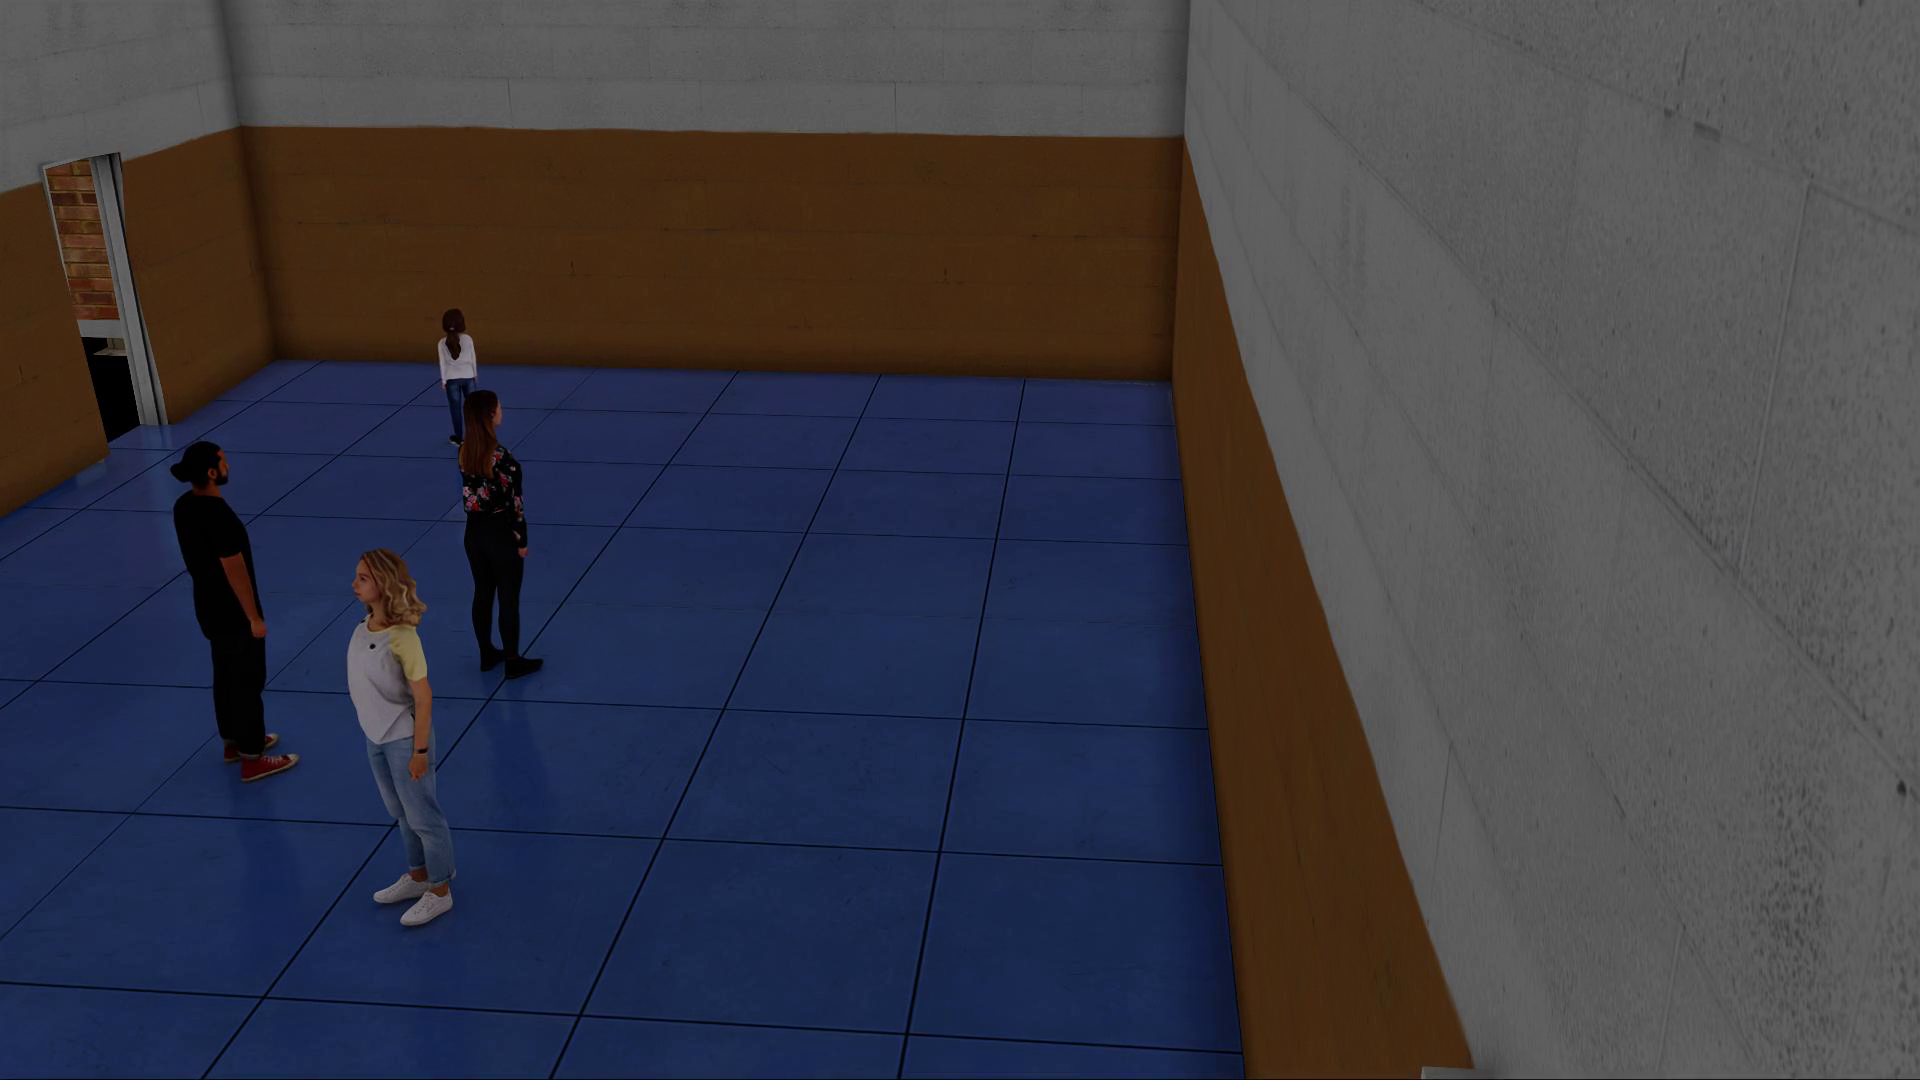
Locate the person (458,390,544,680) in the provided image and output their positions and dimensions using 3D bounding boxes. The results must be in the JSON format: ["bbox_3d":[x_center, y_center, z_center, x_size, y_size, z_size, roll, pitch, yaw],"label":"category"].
[{"bbox_3d":[-2.631,-0.031,9.359,0.587,1.684,0.708,13,25,29],"label":"person"}]

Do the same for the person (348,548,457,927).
[{"bbox_3d":[-2.390,0.837,7.127,0.769,1.723,0.694,-20,29,-40],"label":"person"}]

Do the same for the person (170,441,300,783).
[{"bbox_3d":[-3.671,0.350,8.314,0.698,1.756,0.778,20,29,40],"label":"person"}]

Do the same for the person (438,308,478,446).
[{"bbox_3d":[-4.014,-1.321,13.340,0.531,1.110,0.596,-14,26,-31],"label":"person"}]
